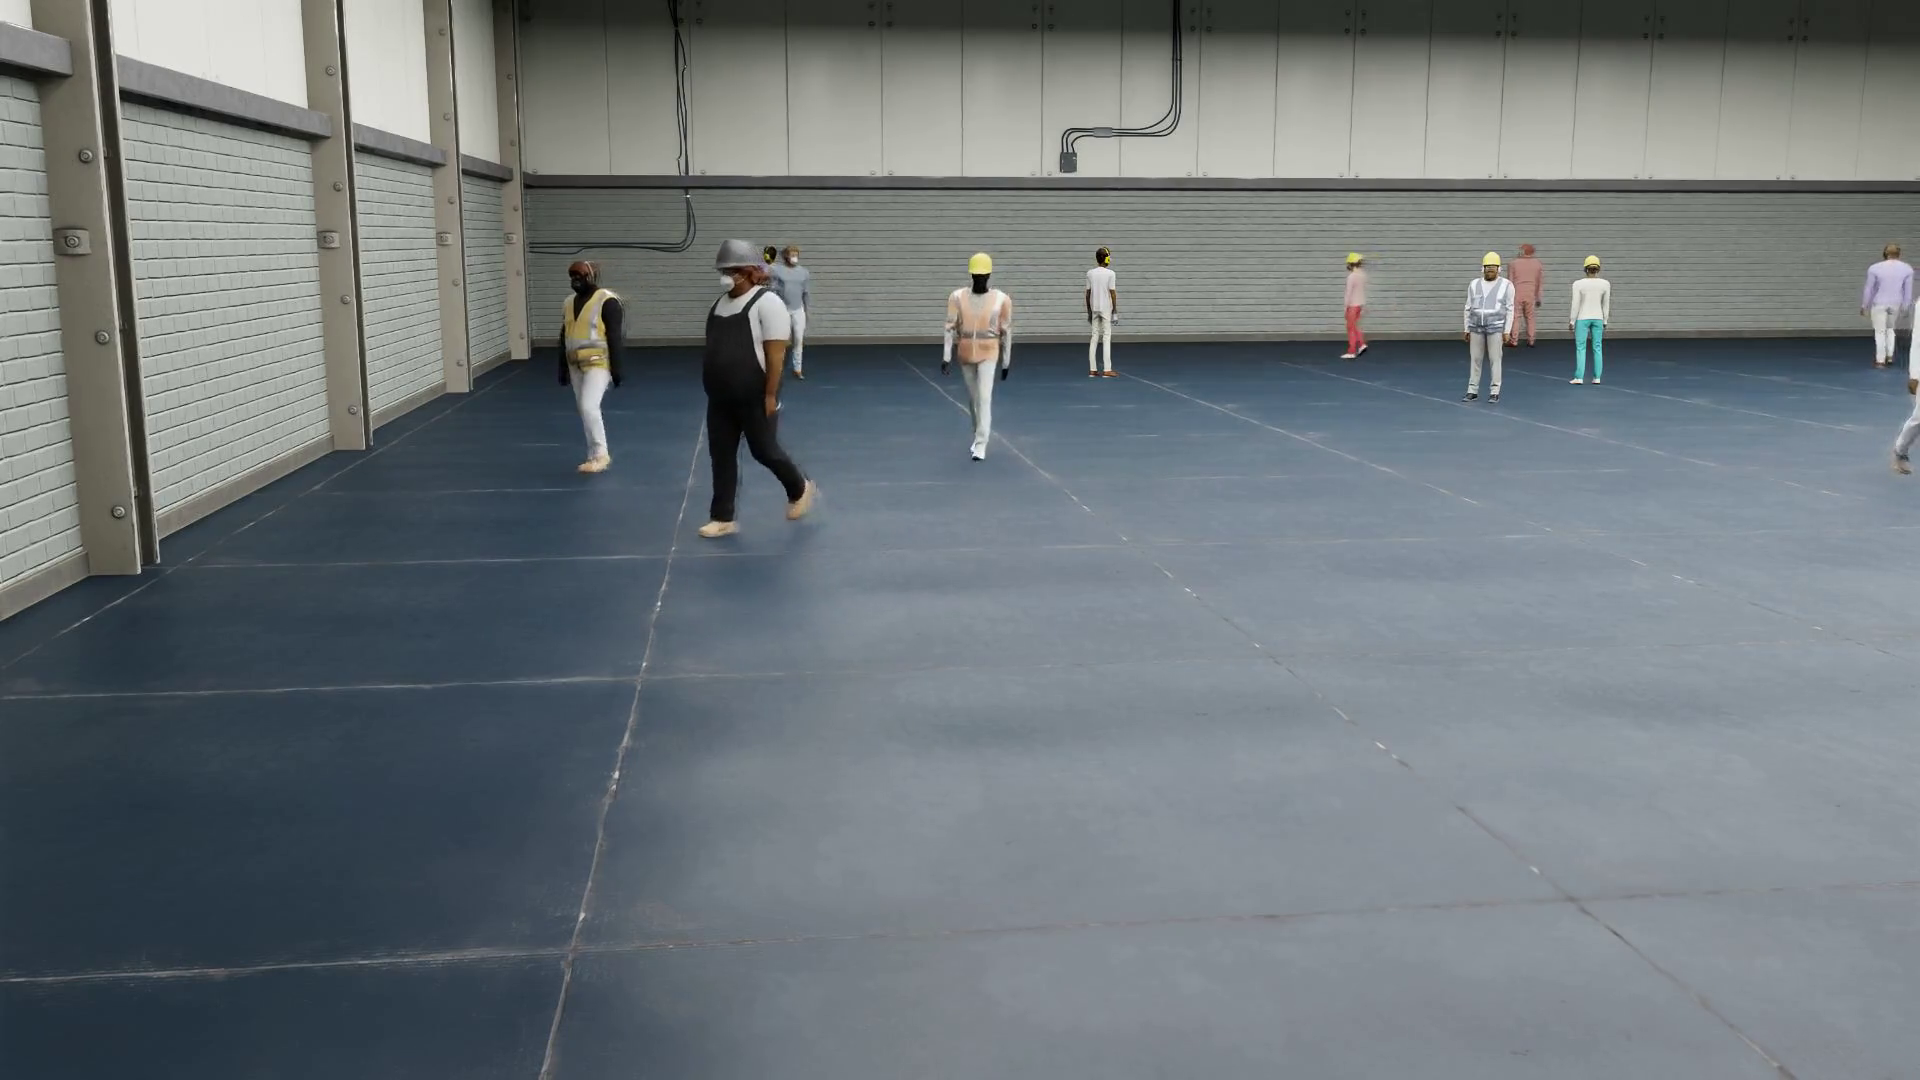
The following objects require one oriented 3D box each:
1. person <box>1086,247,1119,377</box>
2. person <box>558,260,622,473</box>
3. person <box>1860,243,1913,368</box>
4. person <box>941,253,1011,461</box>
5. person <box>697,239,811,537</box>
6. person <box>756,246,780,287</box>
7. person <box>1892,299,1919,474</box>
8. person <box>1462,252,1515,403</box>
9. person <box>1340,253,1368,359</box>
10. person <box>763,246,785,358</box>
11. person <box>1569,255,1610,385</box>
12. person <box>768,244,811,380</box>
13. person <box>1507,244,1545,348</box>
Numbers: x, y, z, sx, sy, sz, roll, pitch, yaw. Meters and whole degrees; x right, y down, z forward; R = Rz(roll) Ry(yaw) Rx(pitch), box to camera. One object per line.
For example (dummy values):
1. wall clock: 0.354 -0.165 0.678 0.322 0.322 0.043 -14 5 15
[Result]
1. person: 2.061 -3.288 24.069 0.514 1.872 0.328 7 13 35
2. person: -3.197 -1.469 14.219 0.650 1.822 0.517 8 13 36
3. person: 14.302 -3.613 25.727 0.635 1.920 0.522 1 10 6
4. person: 0.173 -1.702 15.375 0.602 1.878 1.001 3 11 15
5. person: -1.419 -1.059 11.375 0.675 2.000 0.846 7 13 34
6. person: -3.414 -4.374 30.072 0.564 1.850 0.390 -3 11 -15
7. person: 8.065 -1.384 13.694 0.579 1.859 0.871 1 10 4
8. person: 6.448 -2.594 20.349 0.600 1.835 0.404 7 13 35
9. person: 6.523 -3.882 27.618 0.366 1.752 0.549 9 13 40
10. person: -3.128 -3.951 27.716 0.311 1.865 0.532 5 12 27
11. person: 8.622 -3.009 22.822 0.533 1.767 0.326 0 10 -2
12. person: -2.437 -3.262 23.769 0.638 1.924 0.712 -4 11 -22
13. person: 10.349 -4.457 30.469 0.680 1.881 0.432 2 10 10
